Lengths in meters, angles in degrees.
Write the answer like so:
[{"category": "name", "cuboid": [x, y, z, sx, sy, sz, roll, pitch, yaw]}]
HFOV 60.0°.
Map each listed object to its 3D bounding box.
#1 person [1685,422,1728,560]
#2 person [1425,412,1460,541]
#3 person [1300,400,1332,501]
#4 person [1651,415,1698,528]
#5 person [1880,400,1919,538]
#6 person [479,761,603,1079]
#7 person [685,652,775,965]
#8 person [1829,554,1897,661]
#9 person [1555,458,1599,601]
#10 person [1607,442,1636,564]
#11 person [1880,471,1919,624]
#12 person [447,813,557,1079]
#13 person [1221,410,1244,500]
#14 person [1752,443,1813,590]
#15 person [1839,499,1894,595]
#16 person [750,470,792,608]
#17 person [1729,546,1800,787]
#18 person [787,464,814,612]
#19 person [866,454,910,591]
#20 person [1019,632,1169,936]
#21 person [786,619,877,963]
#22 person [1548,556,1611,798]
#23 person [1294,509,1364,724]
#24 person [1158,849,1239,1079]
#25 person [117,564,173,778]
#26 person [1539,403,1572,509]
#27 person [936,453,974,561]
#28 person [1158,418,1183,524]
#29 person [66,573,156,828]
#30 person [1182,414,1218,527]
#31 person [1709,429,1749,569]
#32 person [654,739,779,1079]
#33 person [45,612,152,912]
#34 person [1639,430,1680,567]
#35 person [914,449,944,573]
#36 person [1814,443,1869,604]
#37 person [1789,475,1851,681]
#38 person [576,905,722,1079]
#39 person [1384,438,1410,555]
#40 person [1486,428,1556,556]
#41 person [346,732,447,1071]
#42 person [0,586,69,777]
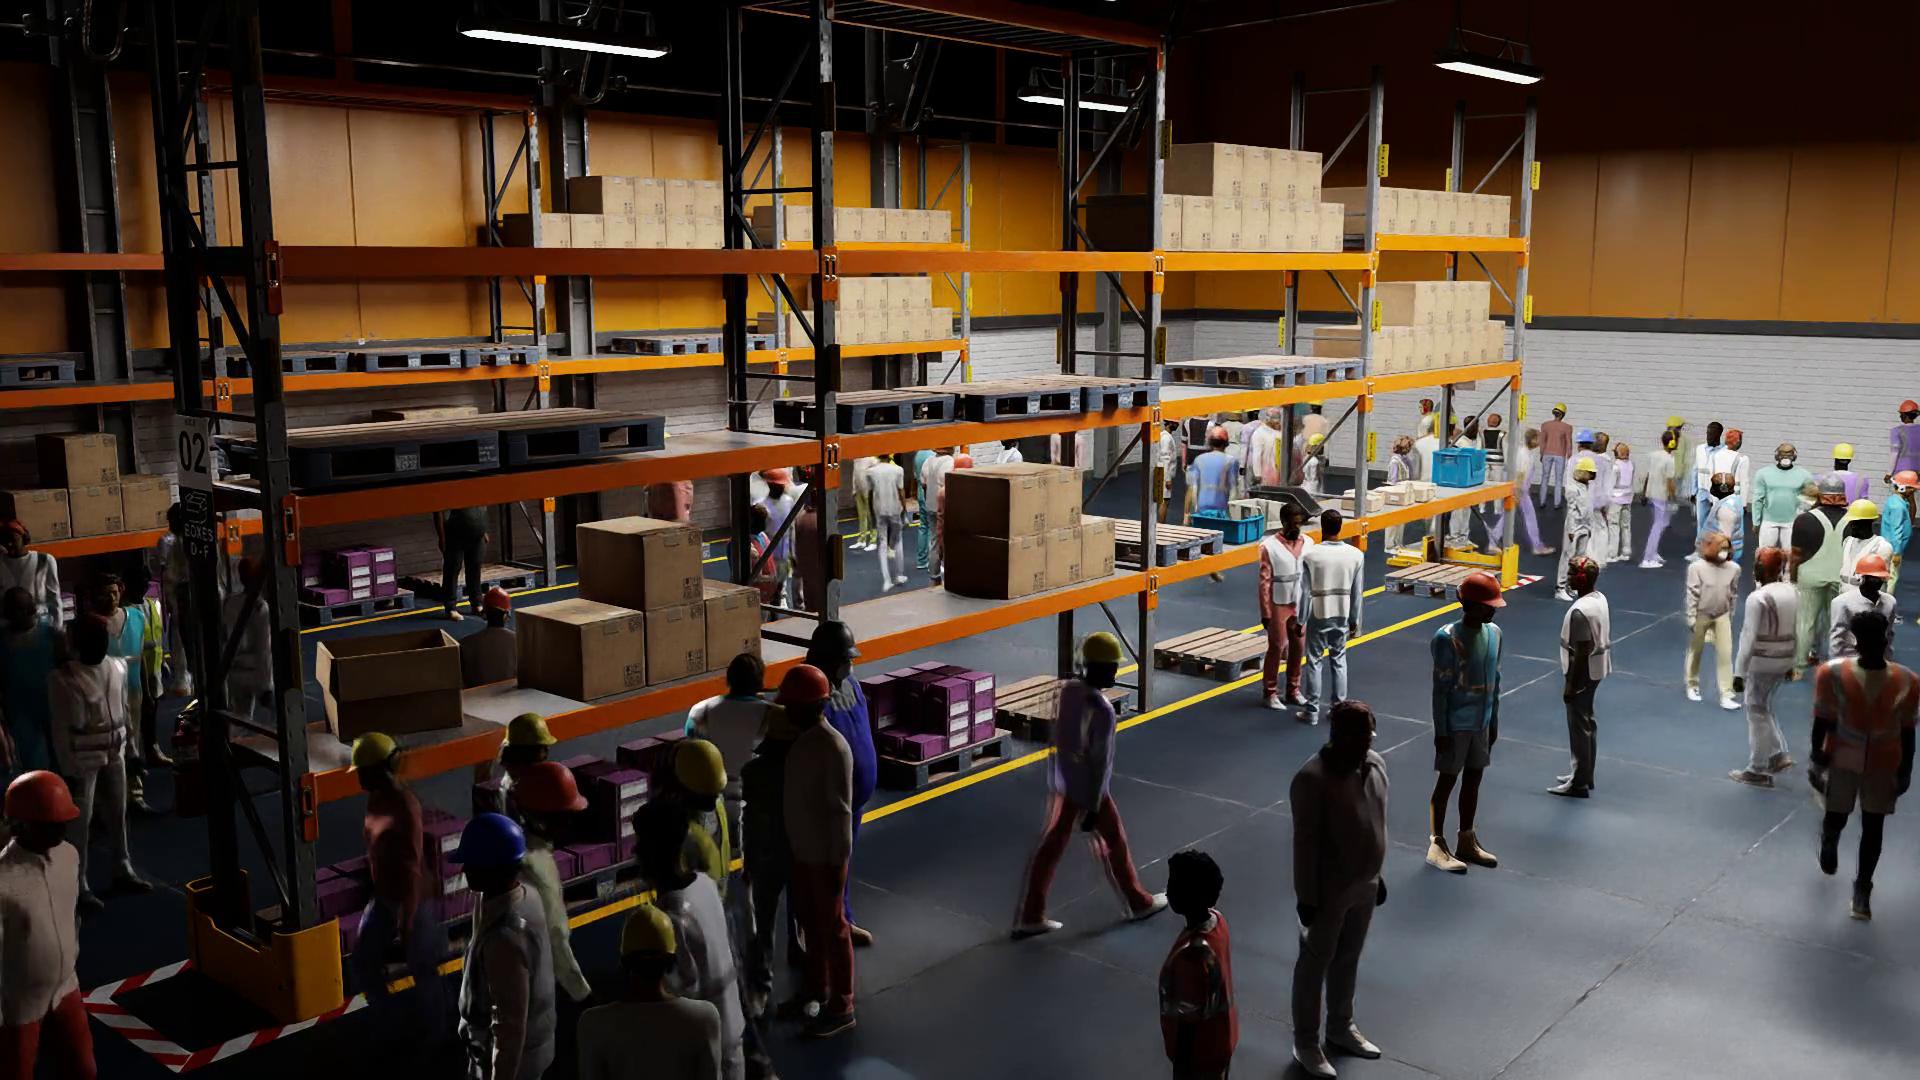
[{"category": "person", "cuboid": [10.180, -0.648, 22.520, 0.384, 1.918, 0.596, -6, 11, -30]}, {"category": "person", "cuboid": [7.071, -0.909, 24.102, 0.683, 1.901, 0.626, -1, 10, -7]}, {"category": "person", "cuboid": [5.805, -1.447, 27.428, 0.598, 1.881, 0.962, 5, 11, 30]}, {"category": "person", "cuboid": [10.922, -1.025, 25.261, 0.626, 1.753, 0.520, -1, 10, -5]}, {"category": "person", "cuboid": [13.873, -1.035, 24.456, 0.615, 2.043, 0.373, -3, 10, -15]}, {"category": "person", "cuboid": [-1.744, 1.899, 7.208, 0.975, 1.941, 0.609, -2, 10, -10]}, {"category": "person", "cuboid": [-1.271, 1.556, 9.642, 0.635, 1.829, 0.431, 2, 10, 9]}, {"category": "person", "cuboid": [7.221, 0.976, 13.304, 0.563, 1.755, 0.323, -2, 10, -11]}, {"category": "person", "cuboid": [7.462, -0.132, 20.012, 0.487, 1.735, 0.368, -7, 12, -34]}, {"category": "person", "cuboid": [8.892, -0.498, 22.455, 0.523, 1.638, 0.310, -5, 11, -26]}, {"category": "person", "cuboid": [10.554, 0.078, 18.725, 0.355, 1.737, 0.576, 5, 11, 26]}, {"category": "person", "cuboid": [-1.779, 2.013, 6.546, 0.389, 1.948, 0.609, -2, 10, -11]}, {"category": "person", "cuboid": [4.504, -1.371, 27.400, 0.487, 1.729, 0.322, 5, 11, 27]}, {"category": "person", "cuboid": [9.791, -0.205, 19.852, 0.631, 1.932, 0.372, 4, 10, 24]}, {"category": "person", "cuboid": [8.201, 0.583, 15.169, 0.394, 1.921, 0.583, -2, 10, -10]}, {"category": "person", "cuboid": [-2.239, -0.102, 19.325, 0.645, 1.900, 0.399, -1, 10, -6]}, {"category": "person", "cuboid": [6.239, 0.979, 12.939, 0.683, 1.870, 0.422, -6, 11, -34]}, {"category": "person", "cuboid": [-1.770, -0.013, 18.938, 0.389, 1.846, 0.567, -7, 12, -34]}, {"category": "person", "cuboid": [-0.888, -0.312, 20.785, 0.561, 1.825, 0.786, 1, 10, 5]}, {"category": "person", "cuboid": [0.799, 1.466, 10.082, 1.037, 1.860, 0.591, -5, 11, -28]}, {"category": "person", "cuboid": [-0.737, 1.443, 9.670, 0.536, 2.000, 0.684, 6, 11, 31]}, {"category": "person", "cuboid": [4.744, 1.039, 12.659, 0.375, 1.843, 0.575, 6, 11, 32]}, {"category": "person", "cuboid": [3.246, 0.680, 14.631, 0.598, 1.908, 0.402, -2, 10, -14]}, {"category": "person", "cuboid": [0.974, 2.093, 6.844, 0.322, 1.689, 0.530, 3, 10, 20]}, {"category": "person", "cuboid": [-6.513, 1.023, 13.216, 0.320, 1.692, 0.531, 3, 10, 17]}, {"category": "person", "cuboid": [9.824, -1.387, 27.424, 0.532, 1.756, 0.337, 7, 12, 37]}, {"category": "person", "cuboid": [0.044, 0.034, 18.259, 0.614, 1.987, 0.408, 0, 10, -1]}, {"category": "person", "cuboid": [3.051, -0.955, 24.341, 0.389, 1.925, 0.549, 1, 10, 6]}, {"category": "person", "cuboid": [-6.160, 1.137, 12.074, 0.373, 1.843, 0.570, 6, 11, 33]}, {"category": "person", "cuboid": [3.690, -1.191, 25.444, 0.614, 2.029, 0.409, 6, 11, 30]}, {"category": "person", "cuboid": [10.109, -0.523, 21.917, 0.344, 1.877, 0.573, -5, 11, -27]}, {"category": "person", "cuboid": [-1.219, 1.825, 7.921, 0.819, 1.865, 0.668, 3, 10, 18]}, {"category": "person", "cuboid": [-5.468, 1.381, 10.526, 0.340, 1.883, 0.581, 4, 10, 21]}, {"category": "person", "cuboid": [9.336, -0.546, 22.120, 0.541, 1.844, 0.577, -1, 10, -9]}, {"category": "person", "cuboid": [-0.343, -0.519, 21.829, 0.398, 1.898, 0.642, -5, 11, -27]}, {"category": "person", "cuboid": [10.406, -0.184, 19.714, 0.592, 1.930, 0.356, 3, 10, 16]}, {"category": "person", "cuboid": [8.383, 0.366, 16.101, 0.684, 2.000, 0.540, 3, 10, 18]}, {"category": "person", "cuboid": [-1.121, 2.189, 6.063, 0.518, 1.757, 0.339, -2, 10, -13]}, {"category": "person", "cuboid": [6.089, -0.612, 23.163, 0.317, 1.631, 0.518, 5, 11, 28]}, {"category": "person", "cuboid": [7.771, -0.653, 23.005, 0.936, 1.791, 0.522, 1, 10, 8]}, {"category": "person", "cuboid": [-2.879, 1.819, 8.300, 0.582, 1.737, 0.552, -9, 13, -42]}, {"category": "person", "cuboid": [-6.604, 1.187, 11.883, 0.519, 1.819, 0.783, -5, 11, -28]}]
